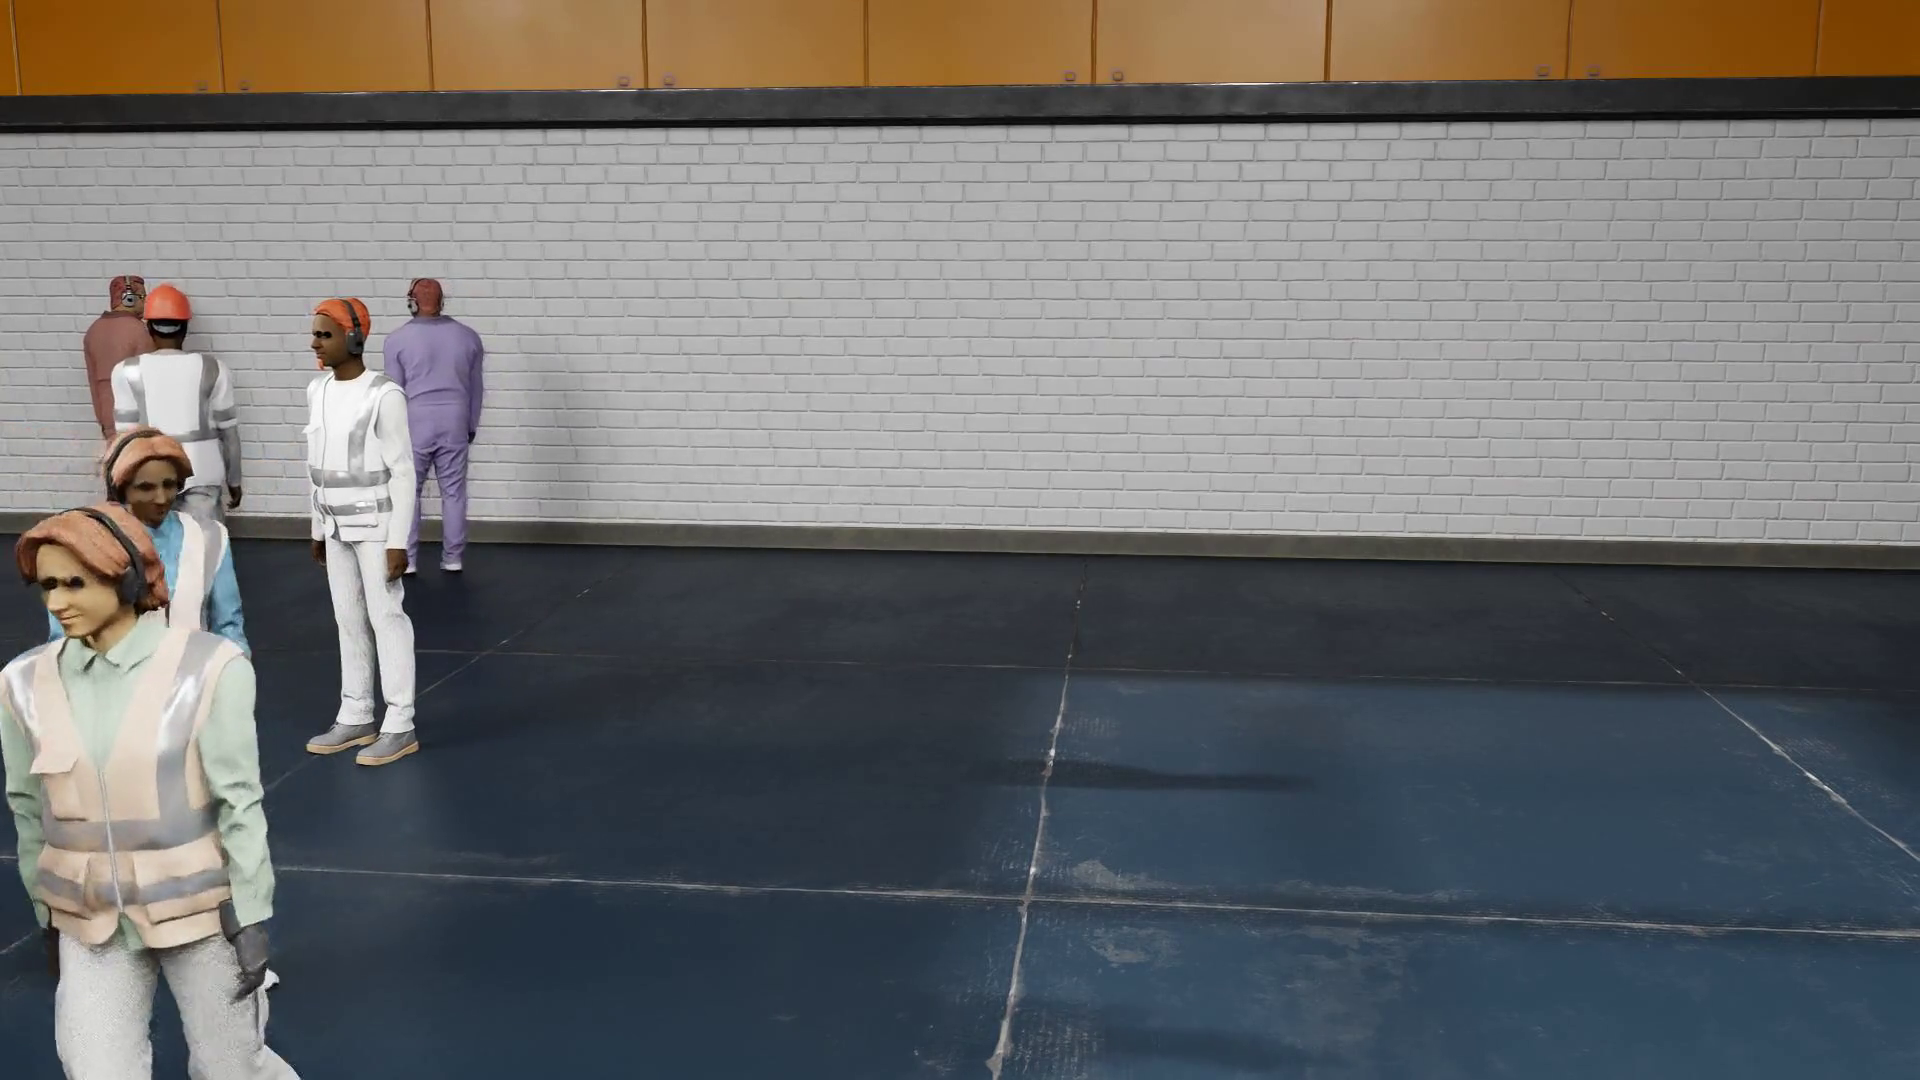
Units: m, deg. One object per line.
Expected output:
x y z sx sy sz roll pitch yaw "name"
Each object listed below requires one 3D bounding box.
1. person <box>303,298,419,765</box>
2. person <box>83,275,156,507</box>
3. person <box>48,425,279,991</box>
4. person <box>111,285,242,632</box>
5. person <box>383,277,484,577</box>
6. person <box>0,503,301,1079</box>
-2.435 -0.031 6.740 0.576 1.882 0.362 7 12 34 "person"
-5.567 -0.827 11.247 0.640 1.904 0.401 5 11 27 "person"
-2.272 0.477 4.574 0.589 1.616 0.542 7 12 36 "person"
-3.939 -0.327 8.418 0.561 1.887 0.941 -4 11 -24 "person"
-3.347 -0.707 10.573 0.669 1.902 0.462 -7 12 -35 "person"
-1.546 0.711 3.252 0.522 1.613 0.668 0 10 0 "person"
